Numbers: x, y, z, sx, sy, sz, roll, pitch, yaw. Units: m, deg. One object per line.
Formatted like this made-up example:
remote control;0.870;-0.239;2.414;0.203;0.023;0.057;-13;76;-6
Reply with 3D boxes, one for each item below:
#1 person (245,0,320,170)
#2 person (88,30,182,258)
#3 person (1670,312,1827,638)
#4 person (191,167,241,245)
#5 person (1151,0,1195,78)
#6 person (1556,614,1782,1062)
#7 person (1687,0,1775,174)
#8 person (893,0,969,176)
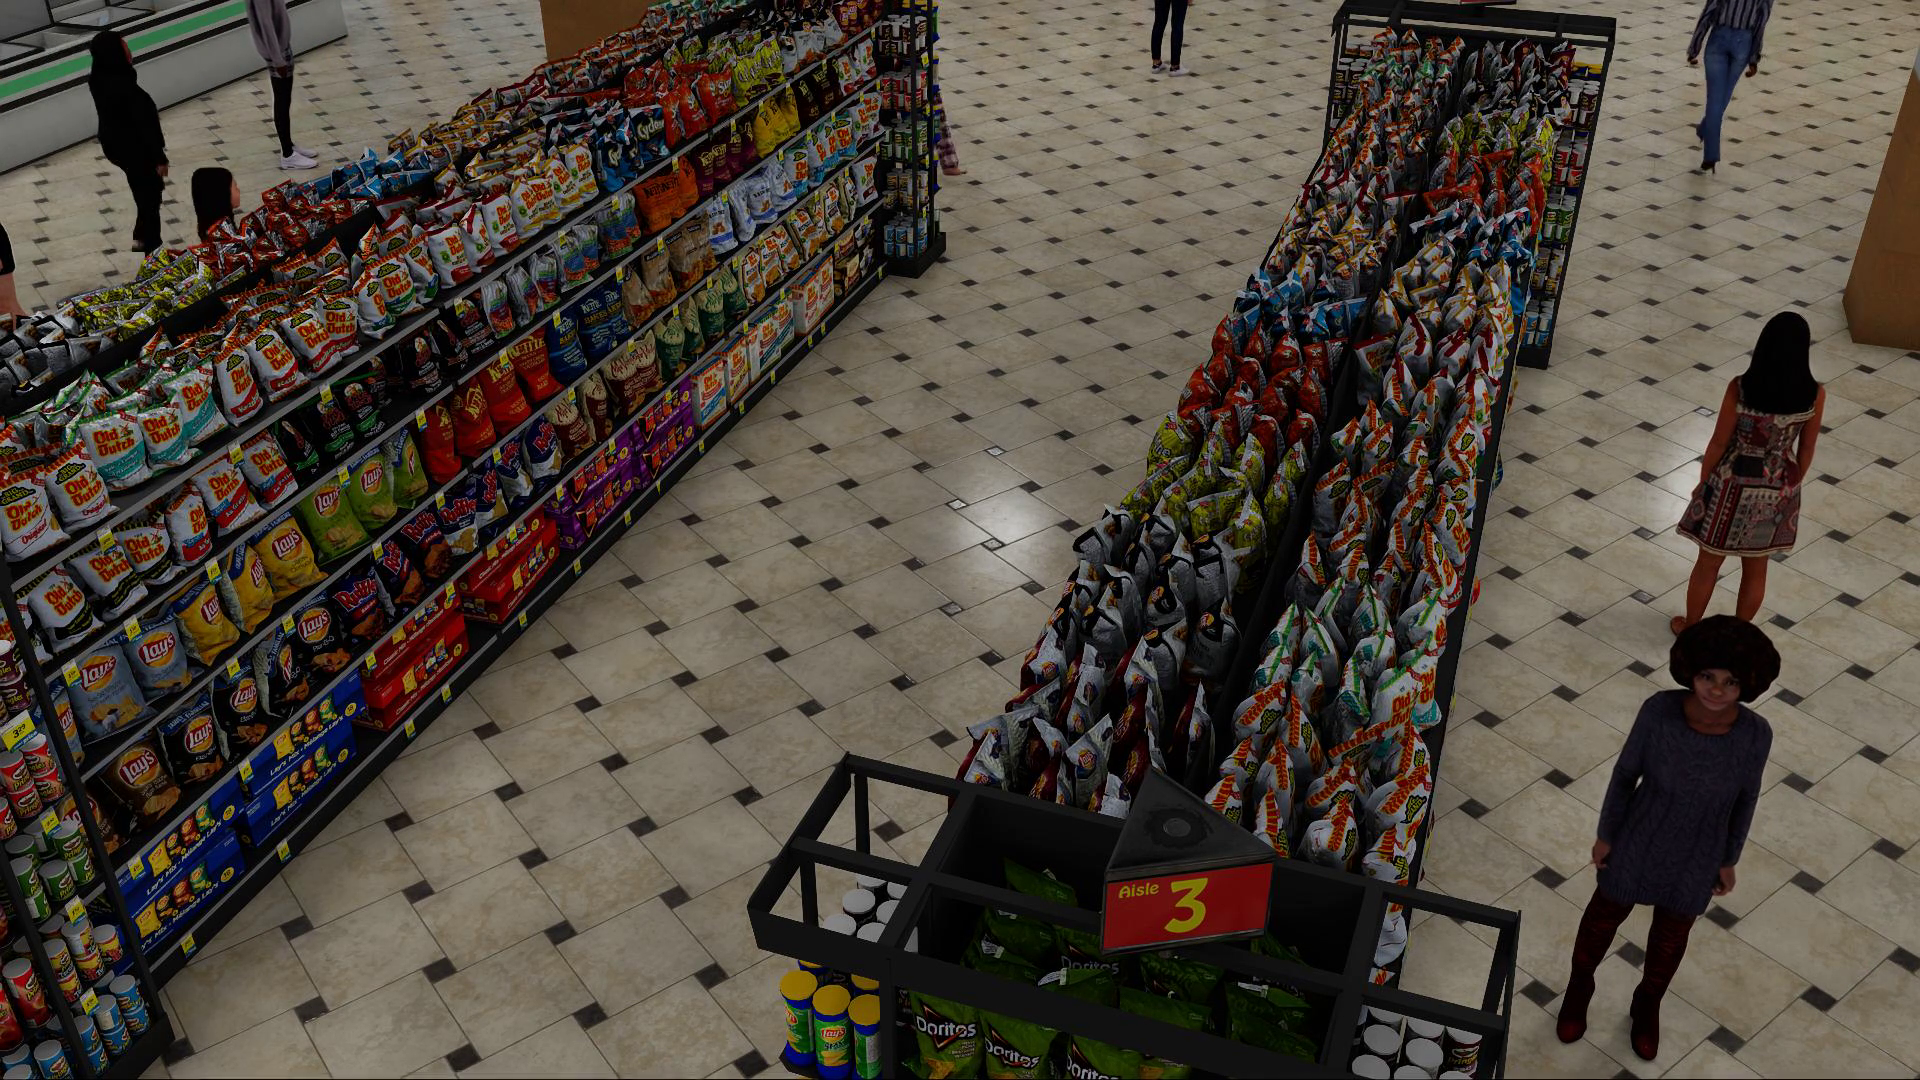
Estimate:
person;-5.350;-3.804;12.967;0.751;1.771;0.660;-10;33;-15
person;-5.606;-2.566;11.132;0.741;1.608;0.731;22;38;31
person;3.487;-0.232;7.347;0.674;1.643;0.563;7;33;11
person;-3.761;-1.088;8.670;0.758;1.700;1.048;21;38;30
person;1.924;-5.059;15.119;0.633;1.629;0.618;23;39;32
person;2.269;0.975;5.343;0.577;1.710;0.502;11;34;18
person;5.922;-3.692;12.817;0.778;1.738;1.222;6;32;10
person;-0.436;-3.581;12.726;0.821;1.647;1.085;17;36;25
